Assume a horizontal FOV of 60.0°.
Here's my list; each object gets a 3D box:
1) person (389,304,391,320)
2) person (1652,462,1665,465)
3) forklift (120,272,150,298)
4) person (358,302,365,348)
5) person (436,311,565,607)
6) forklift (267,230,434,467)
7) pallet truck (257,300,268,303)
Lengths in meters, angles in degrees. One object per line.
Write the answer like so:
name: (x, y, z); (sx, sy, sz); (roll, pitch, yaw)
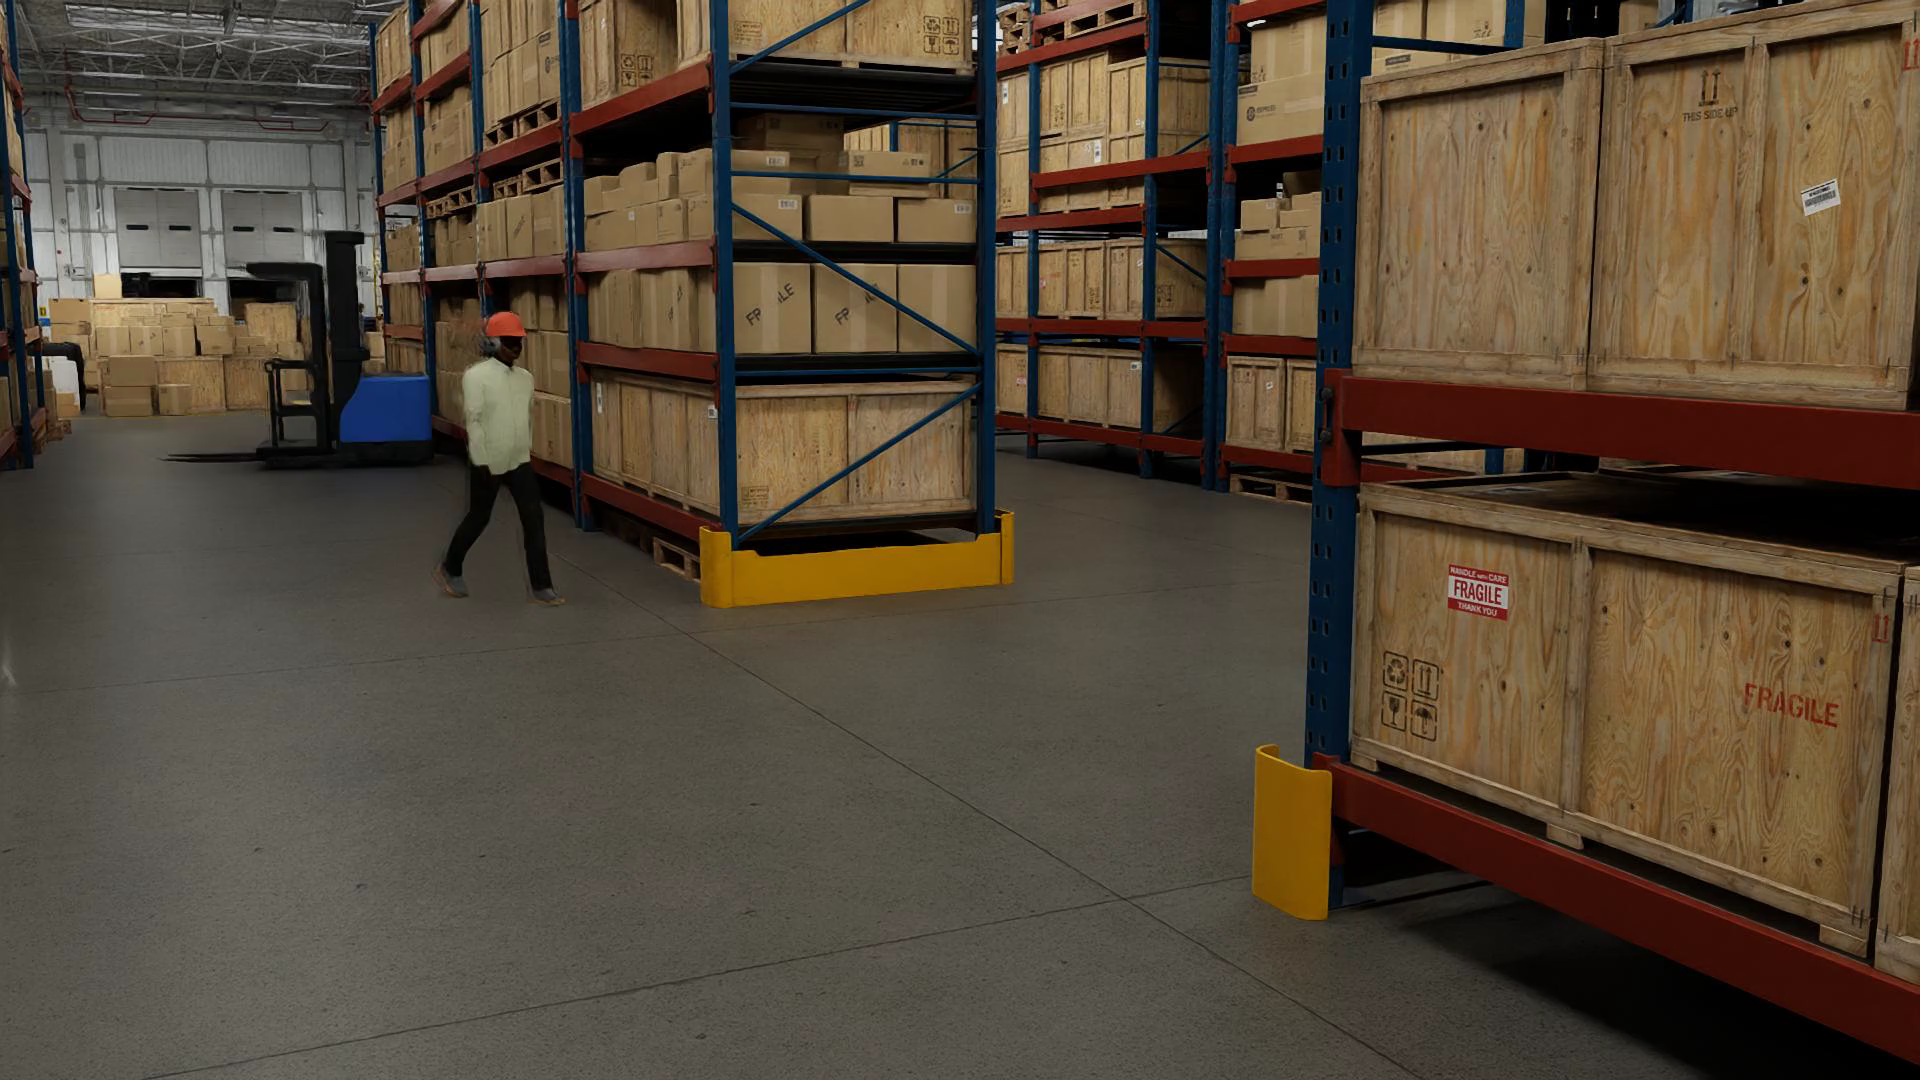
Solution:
person: (-13.433, -4.689, 39.782); (0.540, 1.901, 0.605); (-3, 9, -17)
person: (5.115, -0.513, 11.307); (0.912, 1.801, 0.631); (-2, 9, -16)
forklift: (-24.911, -6.719, 50.418); (1.129, 2.768, 1.873); (4, 9, 26)
person: (-18.222, -6.243, 50.453); (0.750, 1.916, 0.639); (0, 8, -1)
person: (-3.093, -0.541, 11.035); (1.001, 1.958, 0.617); (6, 10, 36)
forklift: (-7.420, -2.331, 20.159); (1.873, 2.768, 1.129); (-3, 9, -18)
pallet truck: (-23.913, -7.404, 58.171); (1.885, 1.965, 0.823); (-1, 8, -9)
